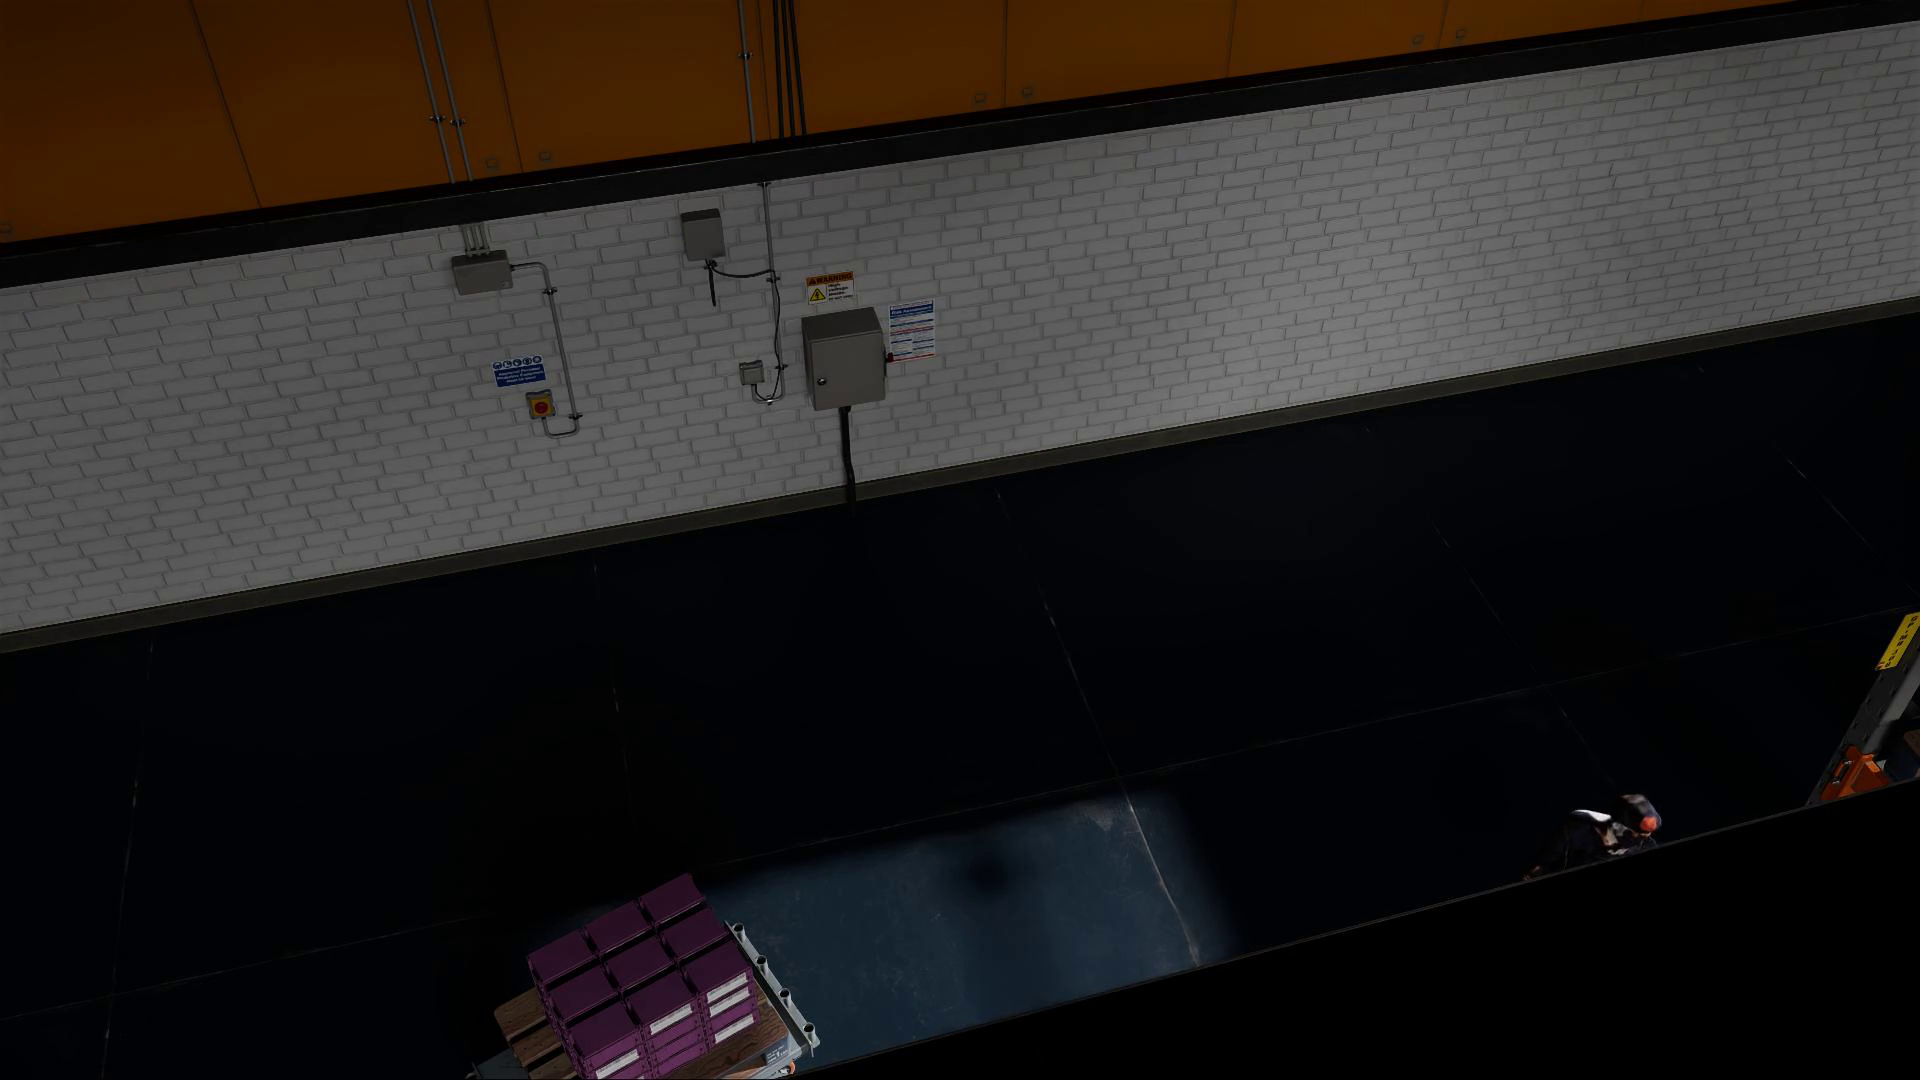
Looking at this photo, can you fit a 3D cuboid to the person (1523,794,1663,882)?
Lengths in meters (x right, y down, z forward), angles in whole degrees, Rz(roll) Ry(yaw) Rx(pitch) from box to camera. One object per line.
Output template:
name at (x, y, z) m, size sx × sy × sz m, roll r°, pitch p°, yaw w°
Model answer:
person at (3.299, 1.850, 8.813) m, size 1.189 × 1.837 × 1.290 m, roll 20°, pitch 47°, yaw 20°
